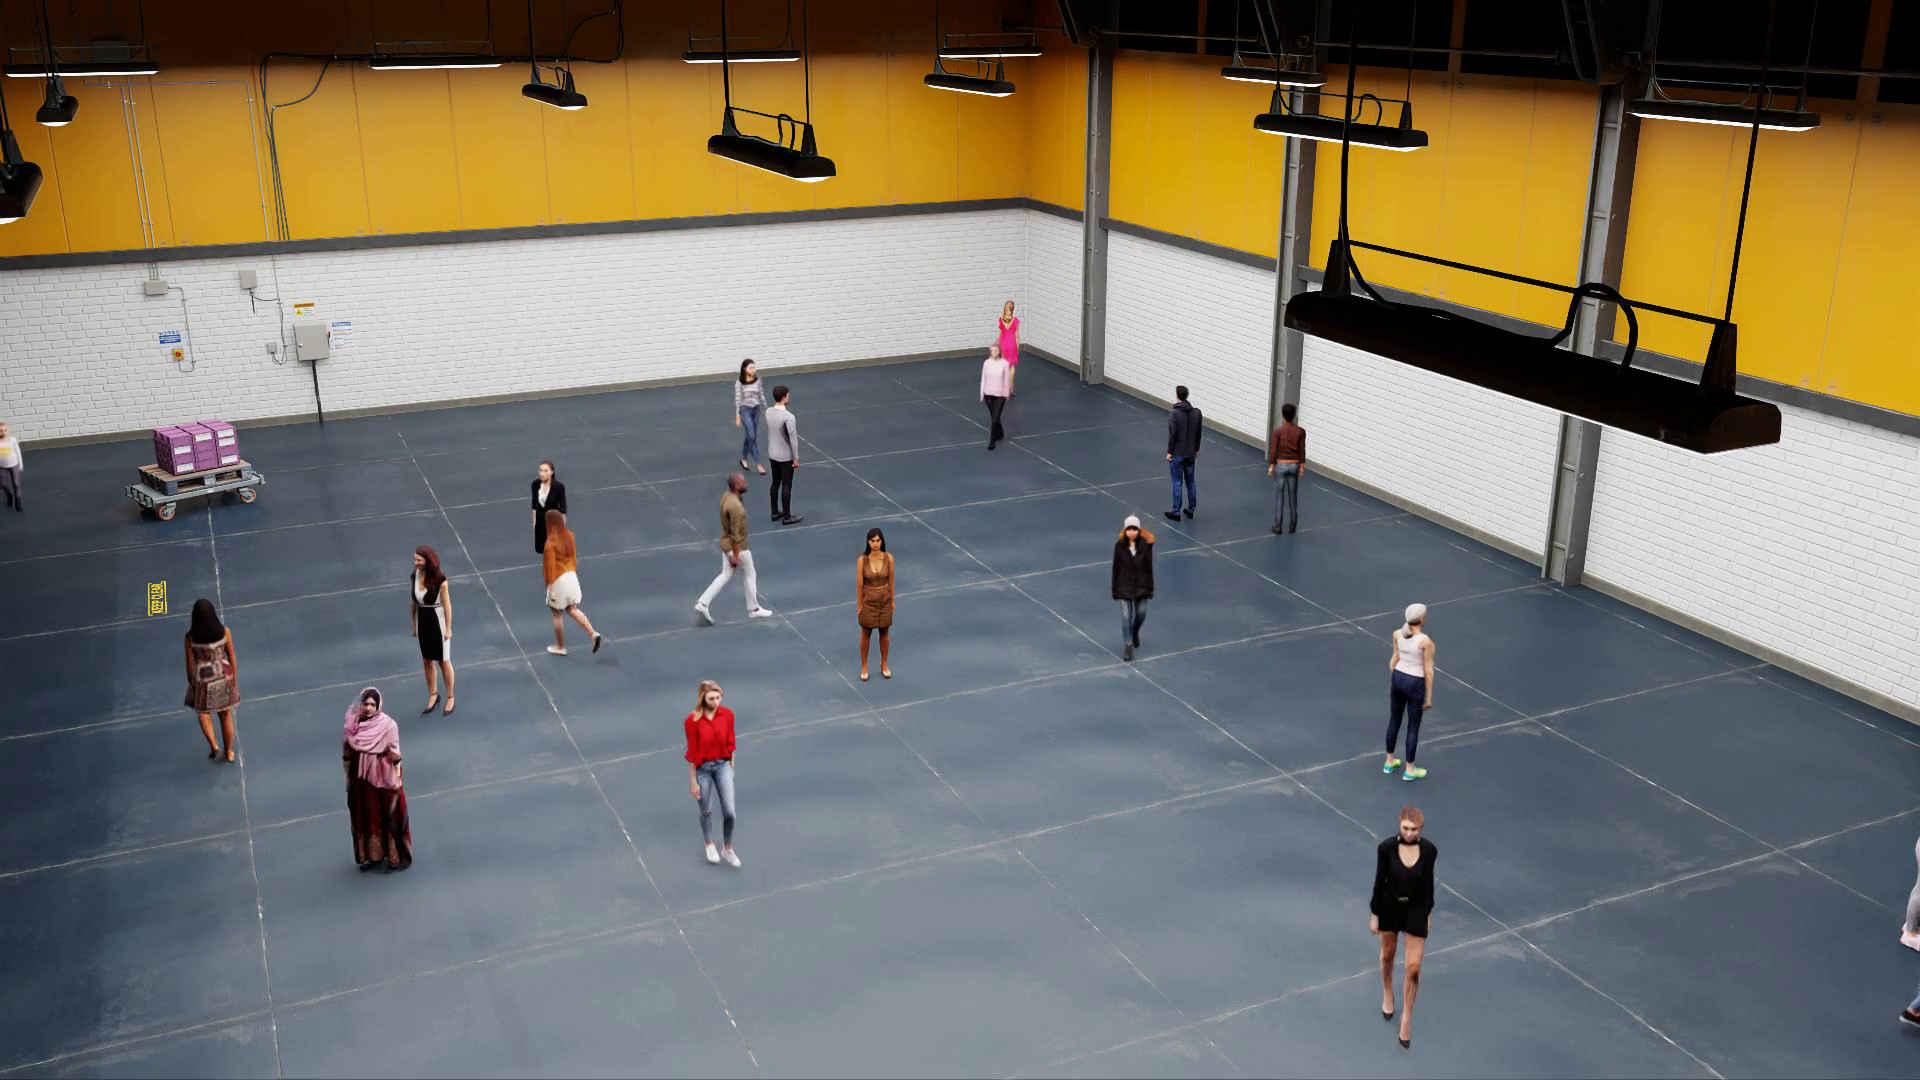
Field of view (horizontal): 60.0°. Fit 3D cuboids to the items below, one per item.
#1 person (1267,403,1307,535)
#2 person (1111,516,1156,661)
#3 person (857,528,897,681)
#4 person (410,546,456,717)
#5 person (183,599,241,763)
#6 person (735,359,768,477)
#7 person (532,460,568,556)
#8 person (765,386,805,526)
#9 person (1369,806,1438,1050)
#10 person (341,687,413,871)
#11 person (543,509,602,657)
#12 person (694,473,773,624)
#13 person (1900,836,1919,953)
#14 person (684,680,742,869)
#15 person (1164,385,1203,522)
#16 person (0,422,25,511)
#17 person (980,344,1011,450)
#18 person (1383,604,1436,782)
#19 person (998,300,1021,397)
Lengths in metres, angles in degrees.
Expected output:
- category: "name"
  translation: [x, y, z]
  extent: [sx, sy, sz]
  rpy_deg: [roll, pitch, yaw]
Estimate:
- category: "person"
  translation: [4.403, -0.962, 22.386]
  extent: [0.712, 1.777, 0.643]
  rpy_deg: [-1, 19, -4]
- category: "person"
  translation: [1.900, 0.501, 18.285]
  extent: [0.782, 1.622, 0.845]
  rpy_deg: [1, 19, 4]
- category: "person"
  translation: [-0.891, 0.672, 17.676]
  extent: [0.601, 1.688, 0.562]
  rpy_deg: [-5, 19, -14]
- category: "person"
  translation: [-5.325, 0.910, 16.802]
  extent: [0.654, 1.795, 0.707]
  rpy_deg: [6, 20, 17]
- category: "person"
  translation: [-7.045, 1.359, 15.714]
  extent: [0.673, 1.637, 0.712]
  rpy_deg: [-10, 21, -28]
- category: "person"
  translation: [-3.213, -1.863, 25.093]
  extent: [0.776, 1.758, 1.077]
  rpy_deg: [-15, 24, -38]
- category: "person"
  translation: [-4.971, -0.204, 20.344]
  extent: [0.810, 1.645, 0.875]
  rpy_deg: [5, 19, 14]
- category: "person"
  translation: [-2.461, -1.178, 22.804]
  extent: [0.712, 1.921, 0.869]
  rpy_deg: [16, 24, 39]
- category: "person"
  translation: [3.125, 2.631, 11.770]
  extent: [0.843, 1.745, 0.925]
  rpy_deg: [4, 19, 12]
- category: "person"
  translation: [-4.887, 1.982, 13.873]
  extent: [0.763, 1.633, 0.764]
  rpy_deg: [2, 19, 7]
- category: "person"
  translation: [-4.276, 0.490, 18.188]
  extent: [1.049, 1.706, 0.913]
  rpy_deg: [11, 22, 30]
- category: "person"
  translation: [-2.673, 0.112, 19.171]
  extent: [0.783, 1.795, 1.068]
  rpy_deg: [-8, 20, -23]
- category: "person"
  translation: [7.477, 2.371, 12.753]
  extent: [0.680, 1.610, 0.653]
  rpy_deg: [13, 23, 34]
- category: "person"
  translation: [-2.122, 1.924, 13.960]
  extent: [0.614, 1.687, 0.659]
  rpy_deg: [-9, 20, -24]
- category: "person"
  translation: [3.076, -1.204, 22.929]
  extent: [0.671, 1.890, 0.548]
  rpy_deg: [-9, 21, -25]
- category: "person"
  translation: [-13.422, -1.057, 23.459]
  extent: [0.522, 1.273, 0.583]
  rpy_deg: [-10, 21, -28]
- category: "person"
  translation: [0.591, -2.321, 26.620]
  extent: [1.085, 1.652, 1.158]
  rpy_deg: [6, 20, 18]
- category: "person"
  translation: [4.177, 1.396, 15.506]
  extent: [0.722, 1.701, 0.570]
  rpy_deg: [-16, 24, -40]
- category: "person"
  translation: [0.860, -3.449, 29.862]
  extent: [0.660, 1.721, 0.729]
  rpy_deg: [8, 20, 22]
